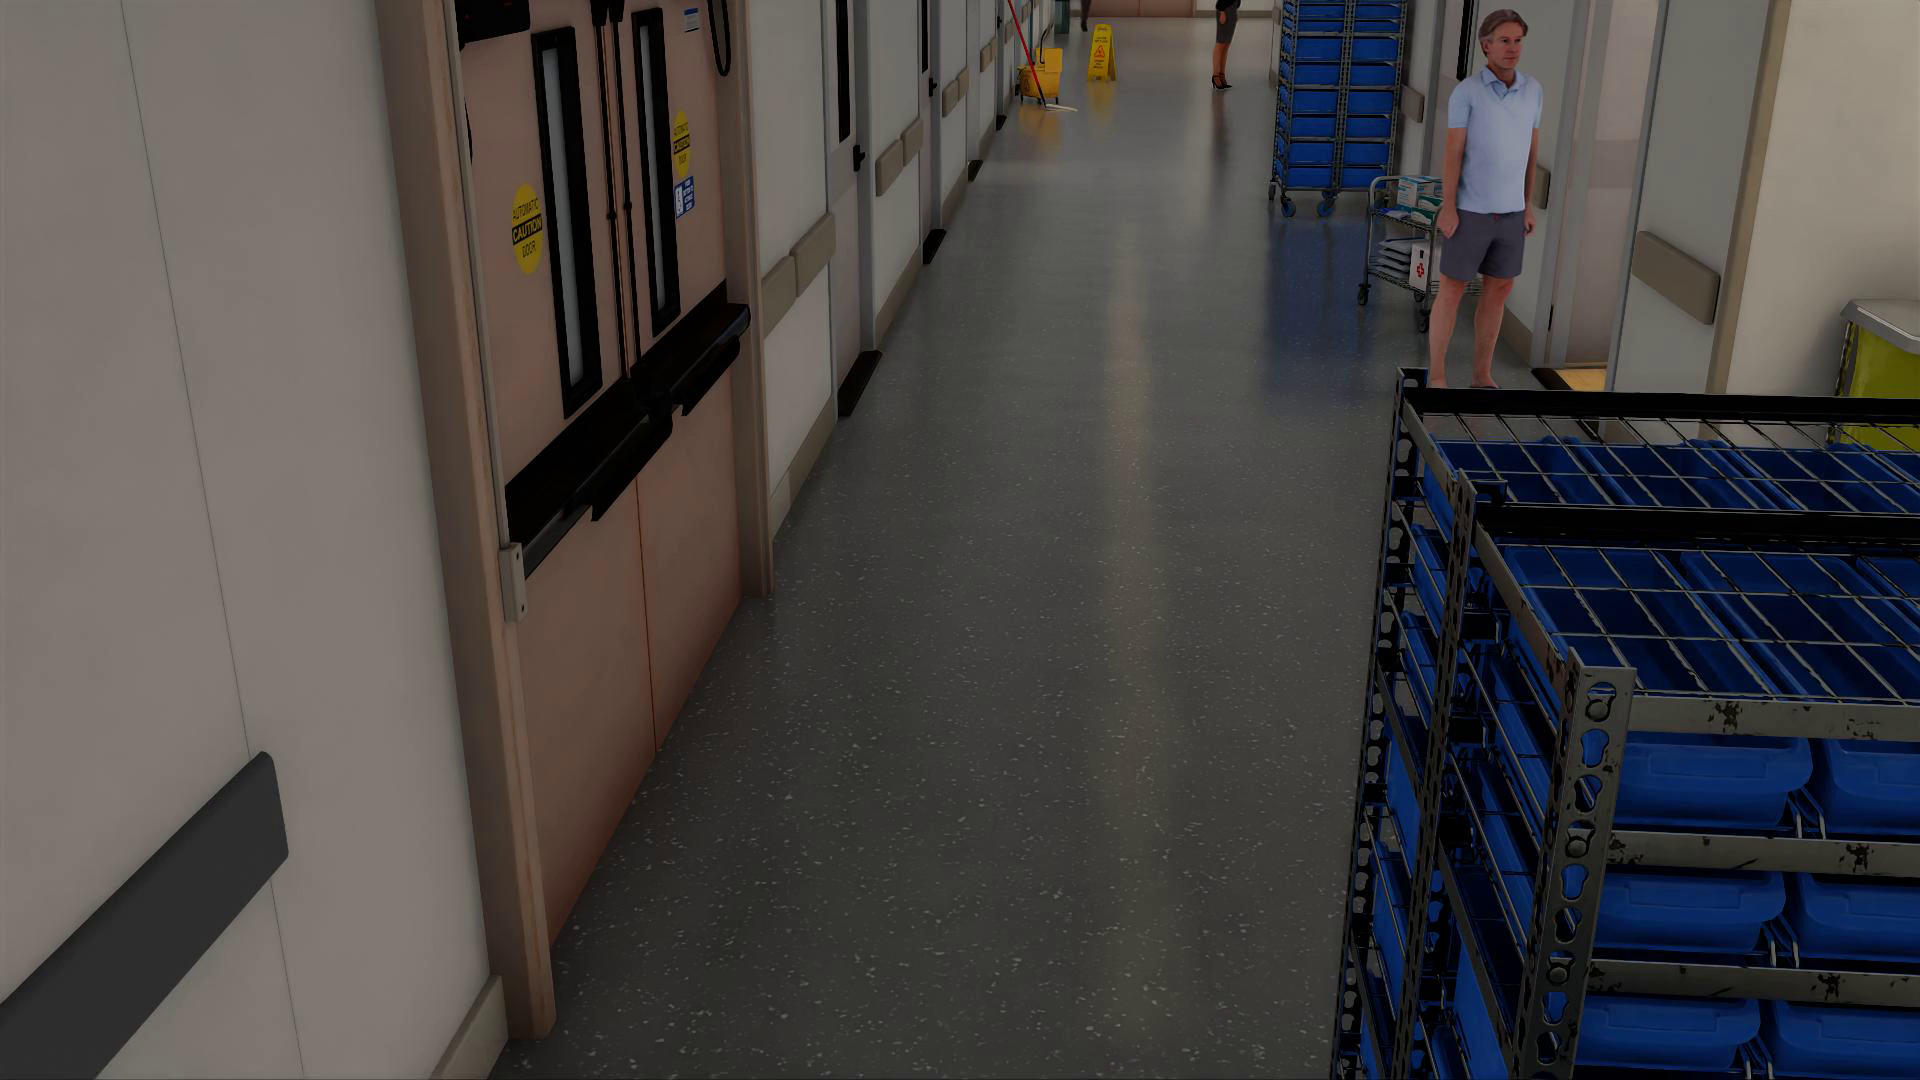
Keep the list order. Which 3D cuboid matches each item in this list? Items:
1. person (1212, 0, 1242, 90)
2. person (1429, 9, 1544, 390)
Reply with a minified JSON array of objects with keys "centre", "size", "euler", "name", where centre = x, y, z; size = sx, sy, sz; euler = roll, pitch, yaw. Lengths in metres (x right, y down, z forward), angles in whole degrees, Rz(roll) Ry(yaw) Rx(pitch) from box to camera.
[{"centre":[3.529,-6.940,22.060],"size":[0.747,1.843,0.640],"euler":[14,25,32],"name":"person"},{"centre":[2.488,-1.565,7.886],"size":[0.728,1.831,0.680],"euler":[-5,21,-14],"name":"person"}]
